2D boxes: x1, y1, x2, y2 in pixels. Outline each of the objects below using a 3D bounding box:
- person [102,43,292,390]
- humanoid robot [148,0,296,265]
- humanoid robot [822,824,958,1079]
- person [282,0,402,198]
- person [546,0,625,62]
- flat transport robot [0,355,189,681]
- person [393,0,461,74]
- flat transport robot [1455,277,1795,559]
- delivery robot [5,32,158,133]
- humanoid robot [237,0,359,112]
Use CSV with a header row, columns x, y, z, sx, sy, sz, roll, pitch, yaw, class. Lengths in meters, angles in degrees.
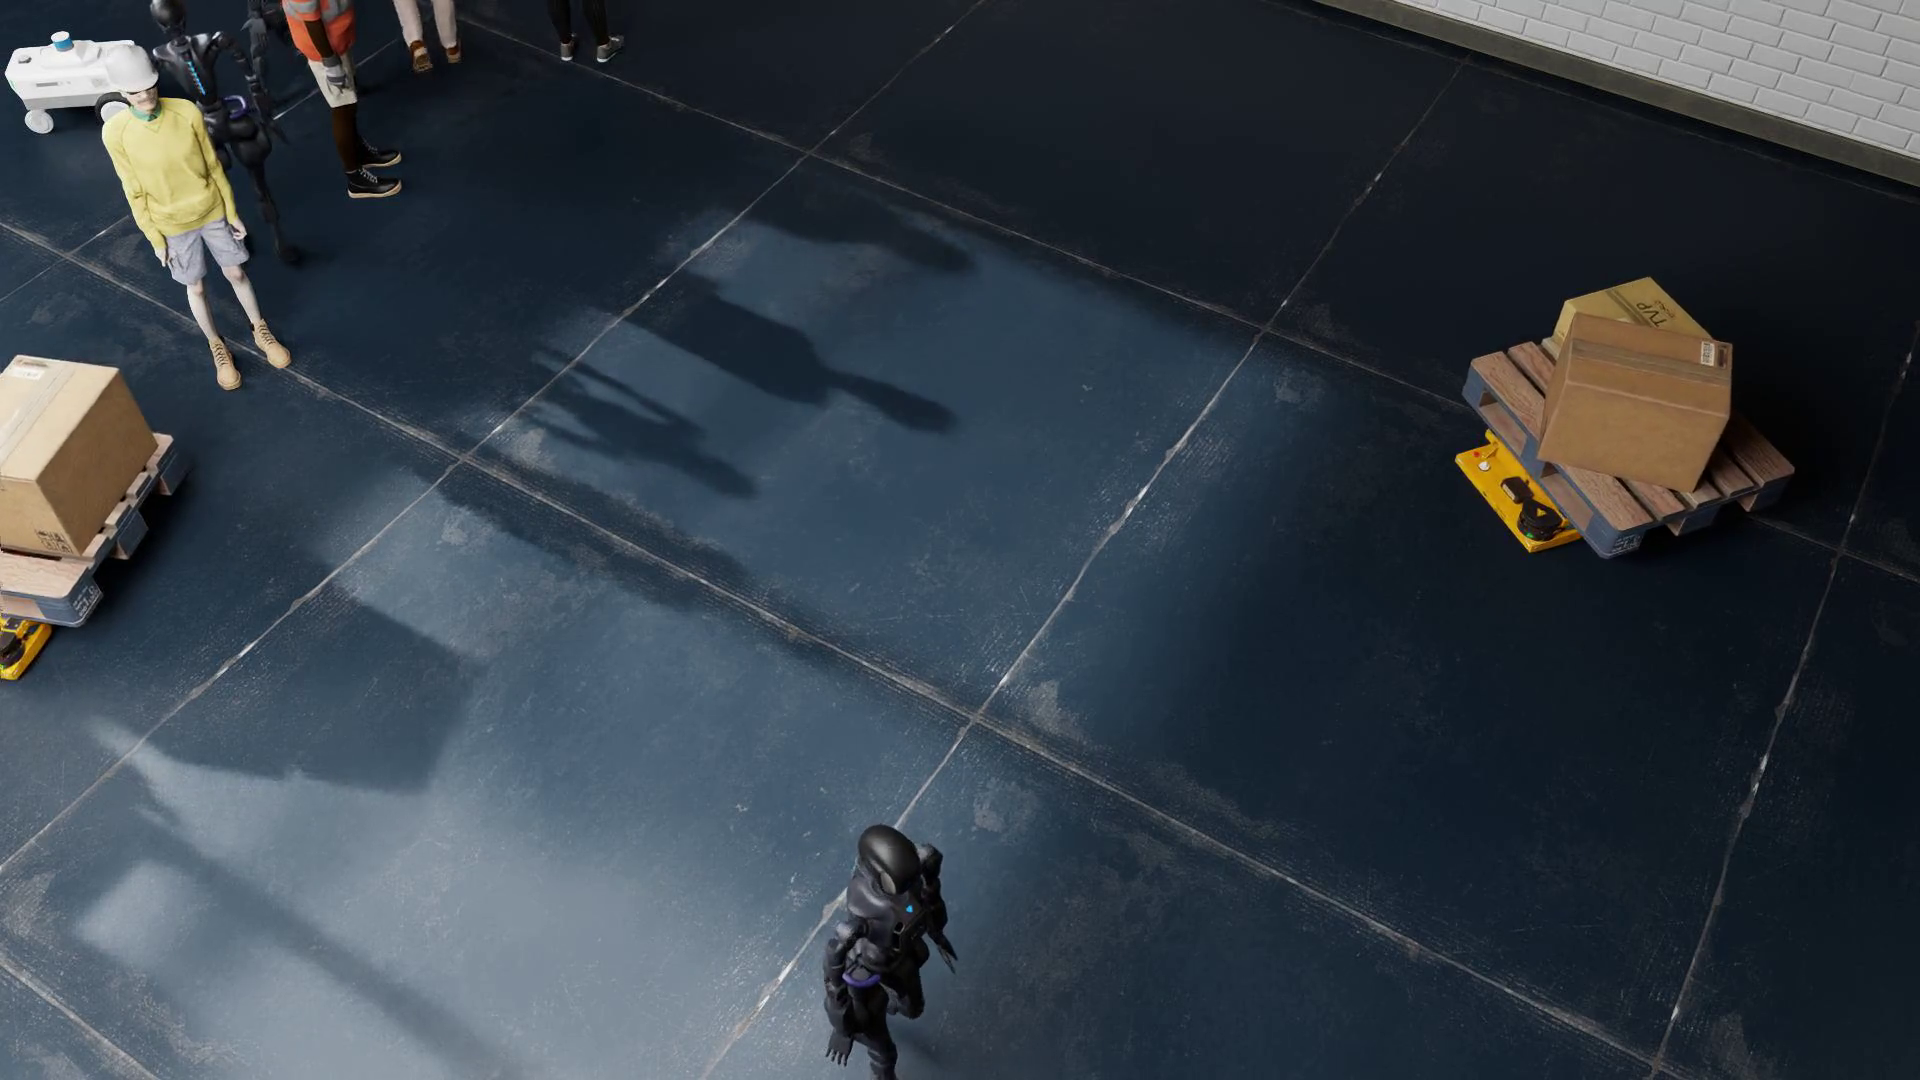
x,y,z,sx,sy,sz,roll,pitch,yaw,class
-3.758,-1.574,8.115,0.472,1.895,0.385,-29,55,-23,person
-3.903,-2.190,8.792,0.589,1.640,0.483,-23,53,-19,humanoid robot
-0.333,1.417,5.646,0.581,1.633,0.583,30,55,24,humanoid robot
-3.460,-2.774,9.124,0.374,1.956,0.605,-11,50,-9,person
-2.407,-3.736,10.091,0.772,1.755,0.450,6,49,5,person
-4.366,0.006,7.810,0.659,0.231,1.431,8,49,7,flat transport robot
-3.310,-3.687,9.912,0.619,1.977,0.586,-12,50,-10,person
3.236,-0.405,8.169,1.431,0.231,0.659,-17,51,-14,flat transport robot
-5.301,-2.781,10.069,0.811,0.613,0.499,-6,49,-5,delivery robot
-4.102,-3.224,9.732,0.757,1.625,0.593,-20,52,-17,humanoid robot
